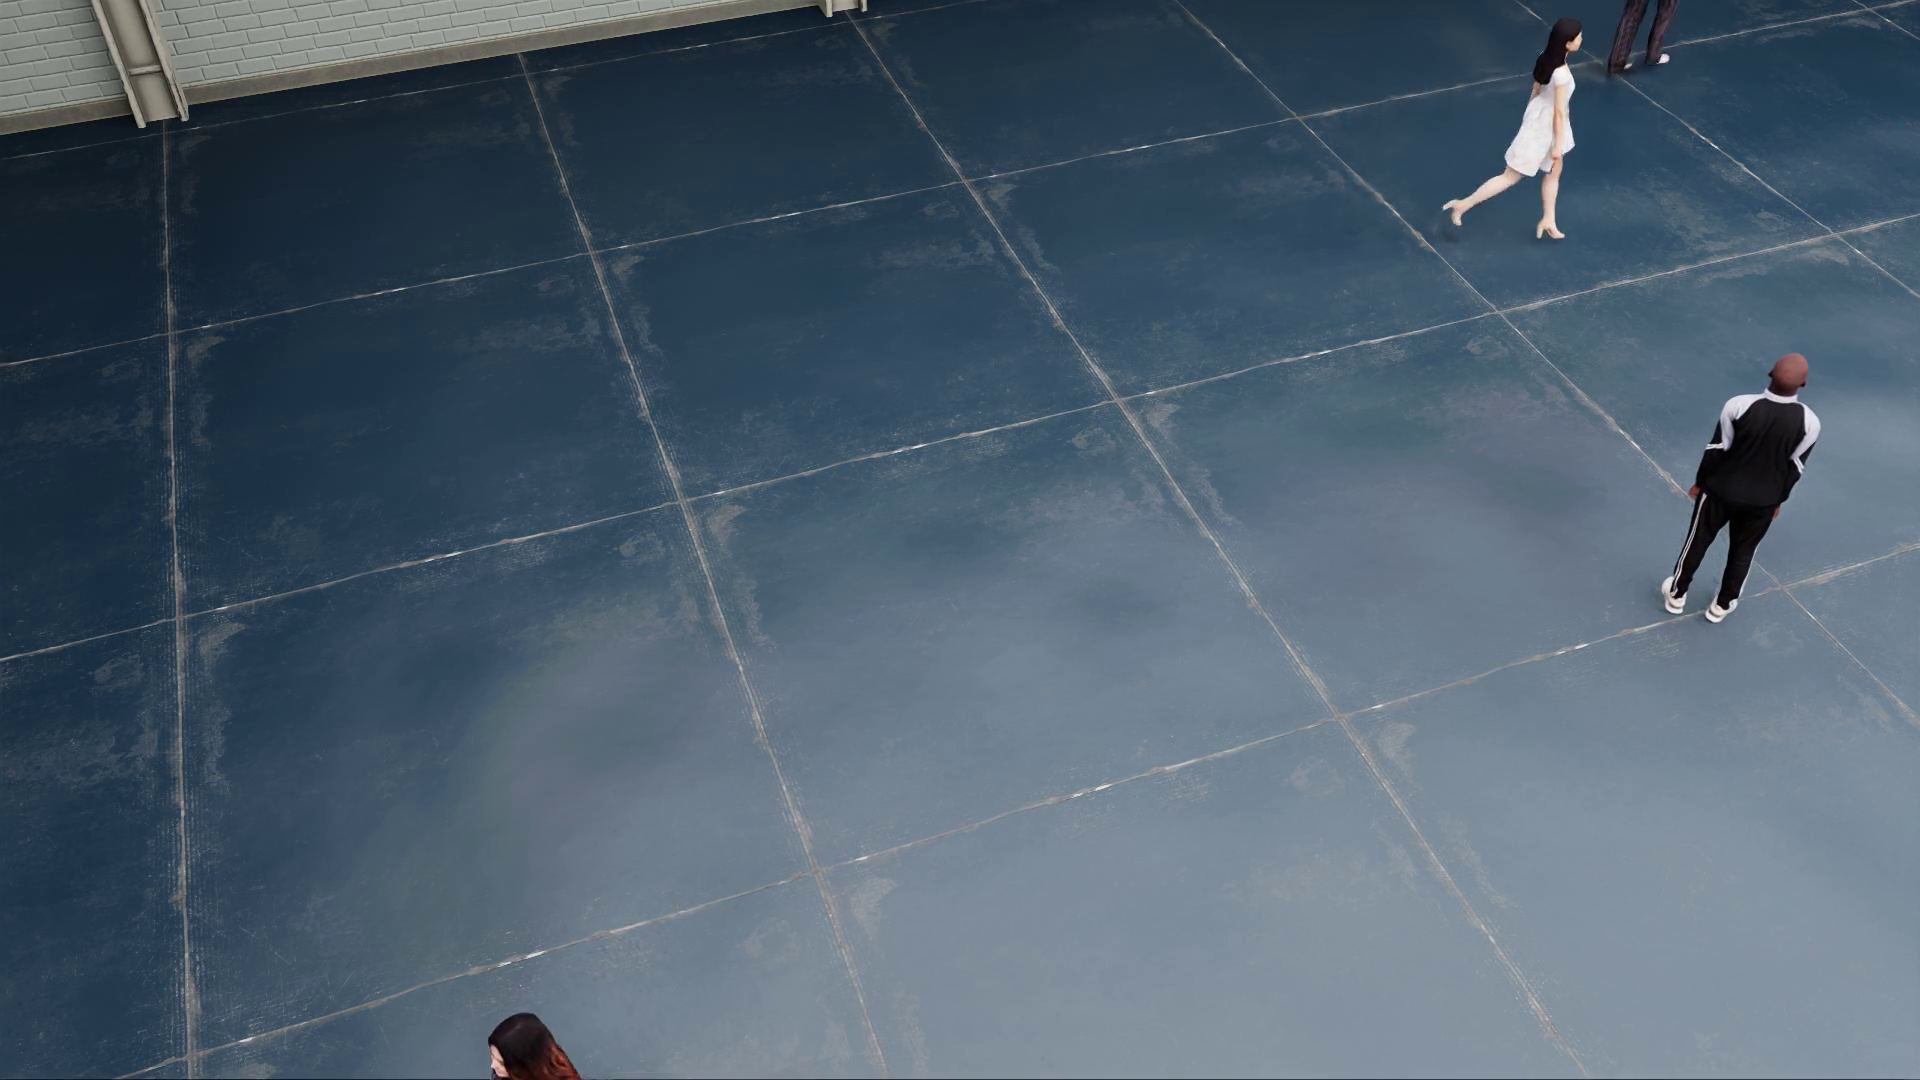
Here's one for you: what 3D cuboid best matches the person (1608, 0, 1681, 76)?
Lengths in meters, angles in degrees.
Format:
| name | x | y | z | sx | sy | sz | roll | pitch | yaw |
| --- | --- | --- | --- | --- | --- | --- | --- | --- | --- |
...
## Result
| name | x | y | z | sx | sy | sz | roll | pitch | yaw |
| --- | --- | --- | --- | --- | --- | --- | --- | --- | --- |
| person | 5.807 | -4.776 | 13.973 | 0.958 | 1.852 | 0.827 | -29 | 50 | -27 |

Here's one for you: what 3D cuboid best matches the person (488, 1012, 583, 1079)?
| name | x | y | z | sx | sy | sz | roll | pitch | yaw |
| --- | --- | --- | --- | --- | --- | --- | --- | --- | --- |
| person | -1.564 | 2.314 | 6.552 | 0.867 | 1.615 | 0.990 | 31 | 51 | 29 |

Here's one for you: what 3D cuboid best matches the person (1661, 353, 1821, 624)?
| name | x | y | z | sx | sy | sz | roll | pitch | yaw |
| --- | --- | --- | --- | --- | --- | --- | --- | --- | --- |
| person | 4.313 | -0.279 | 9.174 | 0.722 | 1.827 | 0.783 | 17 | 46 | 18 |

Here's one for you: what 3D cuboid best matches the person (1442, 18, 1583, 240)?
| name | x | y | z | sx | sy | sz | roll | pitch | yaw |
| --- | --- | --- | --- | --- | --- | --- | --- | --- | --- |
| person | 4.114 | -2.910 | 12.058 | 1.252 | 1.737 | 0.908 | 2 | 43 | 2 |
